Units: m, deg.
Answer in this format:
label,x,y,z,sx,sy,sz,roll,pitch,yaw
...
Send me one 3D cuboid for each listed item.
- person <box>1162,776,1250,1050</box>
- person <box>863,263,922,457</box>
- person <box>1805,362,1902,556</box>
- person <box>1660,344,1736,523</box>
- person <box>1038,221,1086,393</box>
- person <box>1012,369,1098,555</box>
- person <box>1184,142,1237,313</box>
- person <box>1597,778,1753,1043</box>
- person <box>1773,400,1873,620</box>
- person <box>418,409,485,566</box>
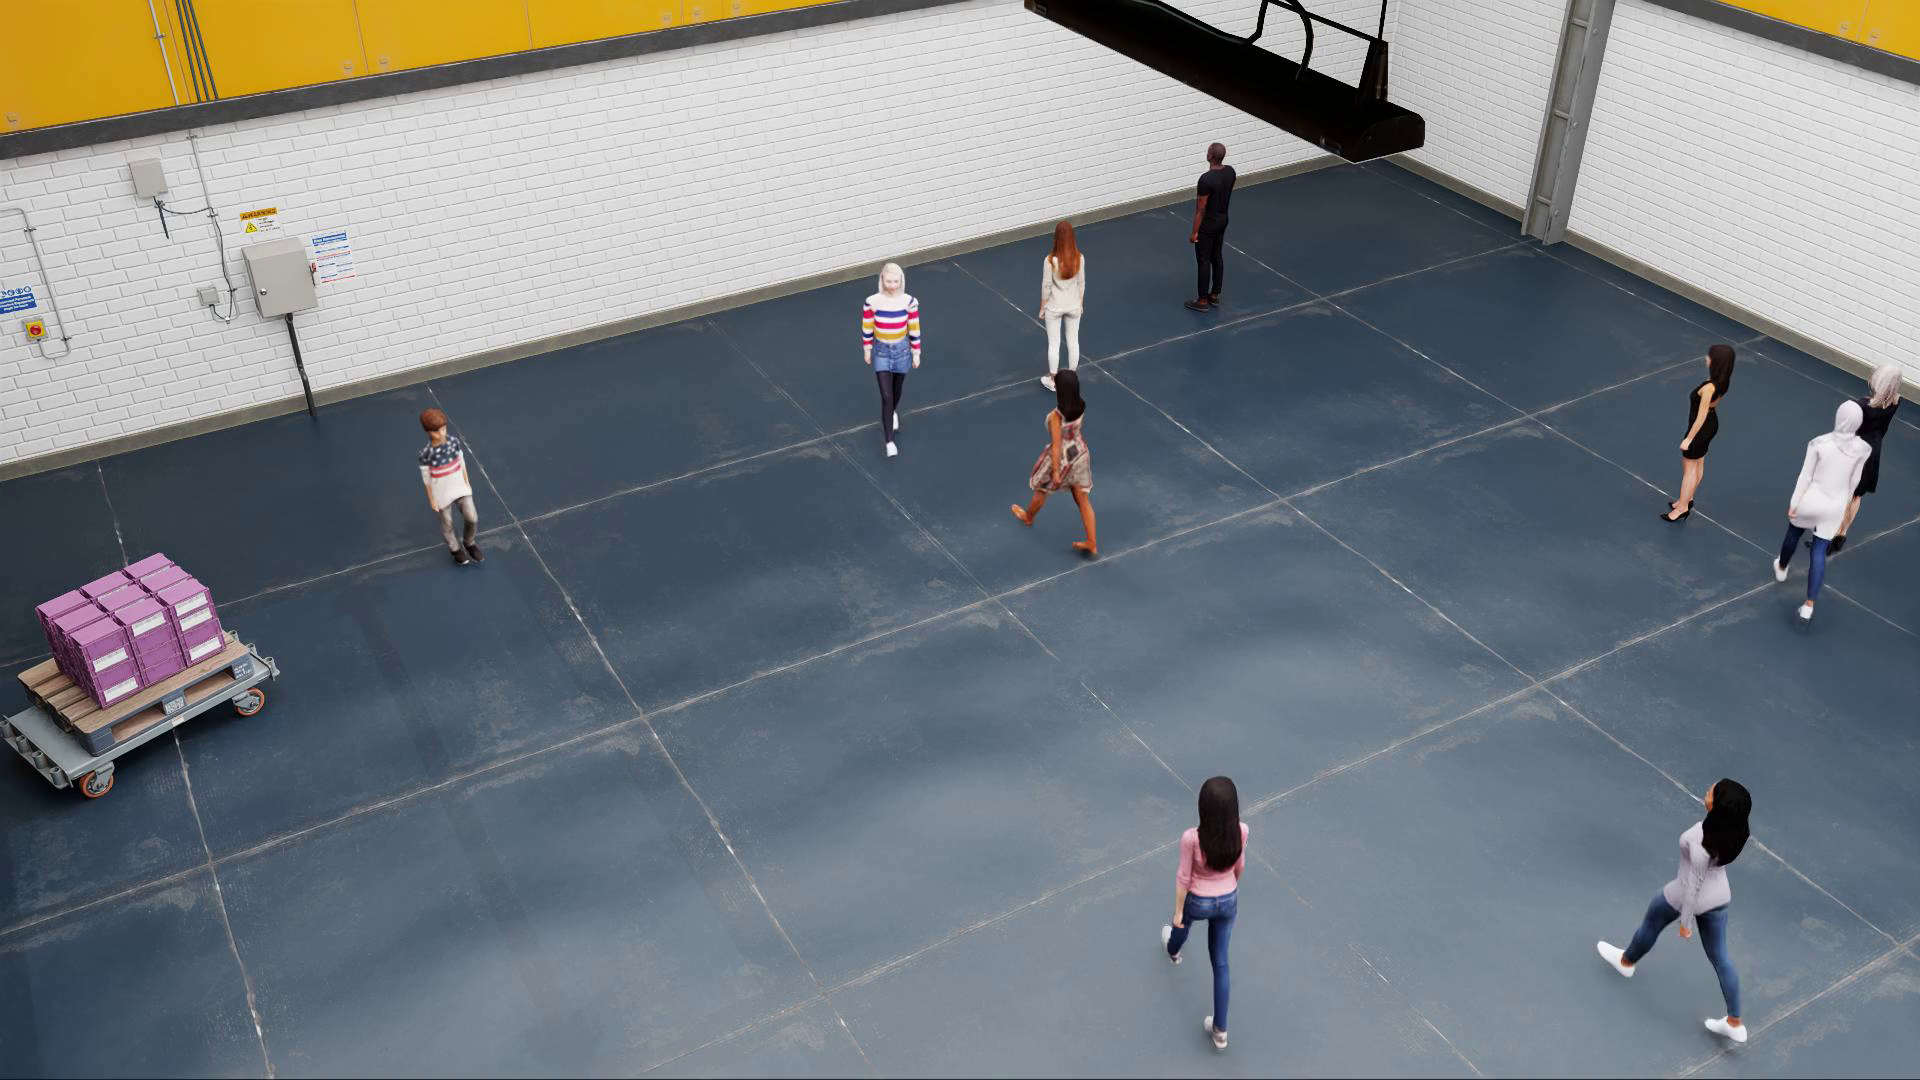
label,x,y,z,sx,sy,sz,roll,pitch,yaw
person,1.437,2.109,9.394,0.871,1.694,1.219,-6,34,-9
person,-0.613,-1.702,15.072,0.941,1.756,1.220,-4,34,-7
person,7.283,-0.666,13.521,0.643,1.747,0.624,-10,35,-15
person,6.219,-0.896,13.955,0.585,1.650,0.611,24,41,32
person,0.989,-2.232,15.907,0.661,1.713,0.637,-8,35,-12
person,0.926,-0.604,13.565,1.202,1.595,0.858,27,42,34
person,2.629,-3.275,17.380,0.706,1.820,0.629,-26,42,-33
person,4.265,2.105,9.404,0.617,1.691,1.188,-17,37,-24
person,6.648,-0.190,12.819,1.125,1.731,1.174,9,35,14
person,-4.184,-0.453,13.488,0.580,1.429,0.580,-26,41,-33
